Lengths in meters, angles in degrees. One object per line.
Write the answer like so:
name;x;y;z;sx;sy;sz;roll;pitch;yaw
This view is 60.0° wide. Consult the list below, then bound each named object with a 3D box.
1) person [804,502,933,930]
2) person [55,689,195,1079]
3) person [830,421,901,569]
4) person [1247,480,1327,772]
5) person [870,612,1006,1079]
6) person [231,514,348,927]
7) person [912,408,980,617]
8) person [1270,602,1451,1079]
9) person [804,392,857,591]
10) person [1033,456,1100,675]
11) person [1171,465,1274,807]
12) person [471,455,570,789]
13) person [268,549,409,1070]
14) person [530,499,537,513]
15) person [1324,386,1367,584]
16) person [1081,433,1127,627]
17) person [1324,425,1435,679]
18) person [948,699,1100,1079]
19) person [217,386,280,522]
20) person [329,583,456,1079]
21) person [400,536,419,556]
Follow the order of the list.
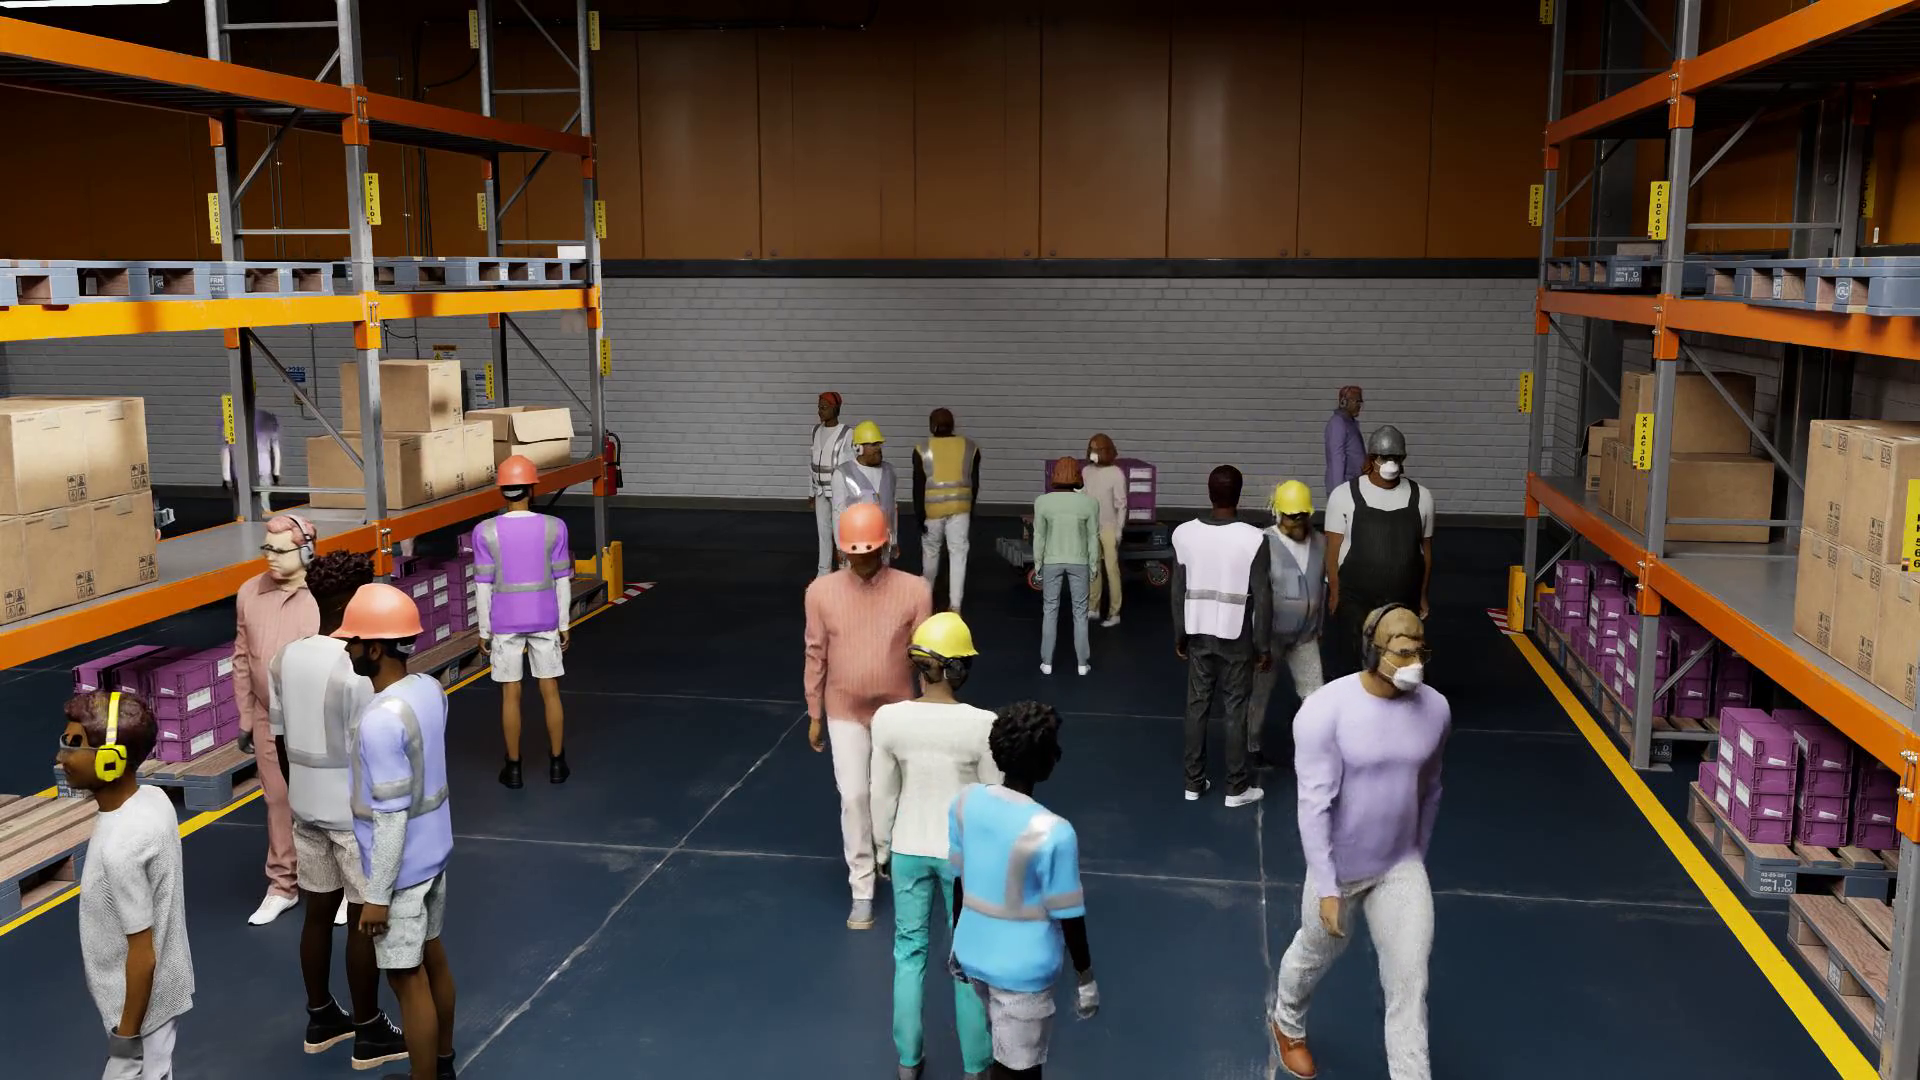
person;-0.407;0.764;7.809;0.641;1.956;0.810;0;9;0
person;-2.299;1.322;4.606;0.328;1.876;0.513;-4;10;-22
person;-0.714;-0.009;12.930;0.599;1.836;0.404;-7;11;-36
person;1.958;0.542;9.699;0.628;1.777;0.912;-5;10;-27
person;-0.066;1.140;6.077;0.525;1.765;0.329;3;10;18
person;-3.004;0.824;7.594;0.639;1.904;0.402;1;9;4
person;-0.139;-0.265;14.655;0.618;1.784;0.968;-2;9;-9
person;1.401;1.125;5.835;0.635;1.893;1.056;-2;10;-15
person;-1.193;-0.428;15.380;0.573;1.883;0.356;8;12;40
person;0.788;0.192;12.351;0.498;1.626;0.288;1;9;9
person;1.463;0.535;9.312;0.597;1.921;0.383;6;11;33
person;-2.534;0.475;9.645;0.547;1.934;0.376;-3;10;-20
person;-2.323;1.004;6.286;0.613;1.963;0.362;6;11;32
person;-4.275;-0.405;16.100;0.709;1.601;0.569;-4;10;-26
person;3.686;-0.523;15.905;0.399;1.903;0.642;3;10;19
person;1.191;-0.088;14.047;0.267;1.631;0.505;-8;12;-40
person;2.632;0.302;10.383;0.684;2.000;0.538;0;9;1
person;0.253;1.317;5.257;0.706;1.669;0.552;-7;11;-36
person;-7.382;-0.733;17.283;0.615;1.869;1.002;-6;11;-35
person;-1.948;1.105;5.746;0.360;1.939;0.543;0;9;-2
person;-4.919;-0.332;14.437;0.614;1.993;0.395;-2;9;-14
